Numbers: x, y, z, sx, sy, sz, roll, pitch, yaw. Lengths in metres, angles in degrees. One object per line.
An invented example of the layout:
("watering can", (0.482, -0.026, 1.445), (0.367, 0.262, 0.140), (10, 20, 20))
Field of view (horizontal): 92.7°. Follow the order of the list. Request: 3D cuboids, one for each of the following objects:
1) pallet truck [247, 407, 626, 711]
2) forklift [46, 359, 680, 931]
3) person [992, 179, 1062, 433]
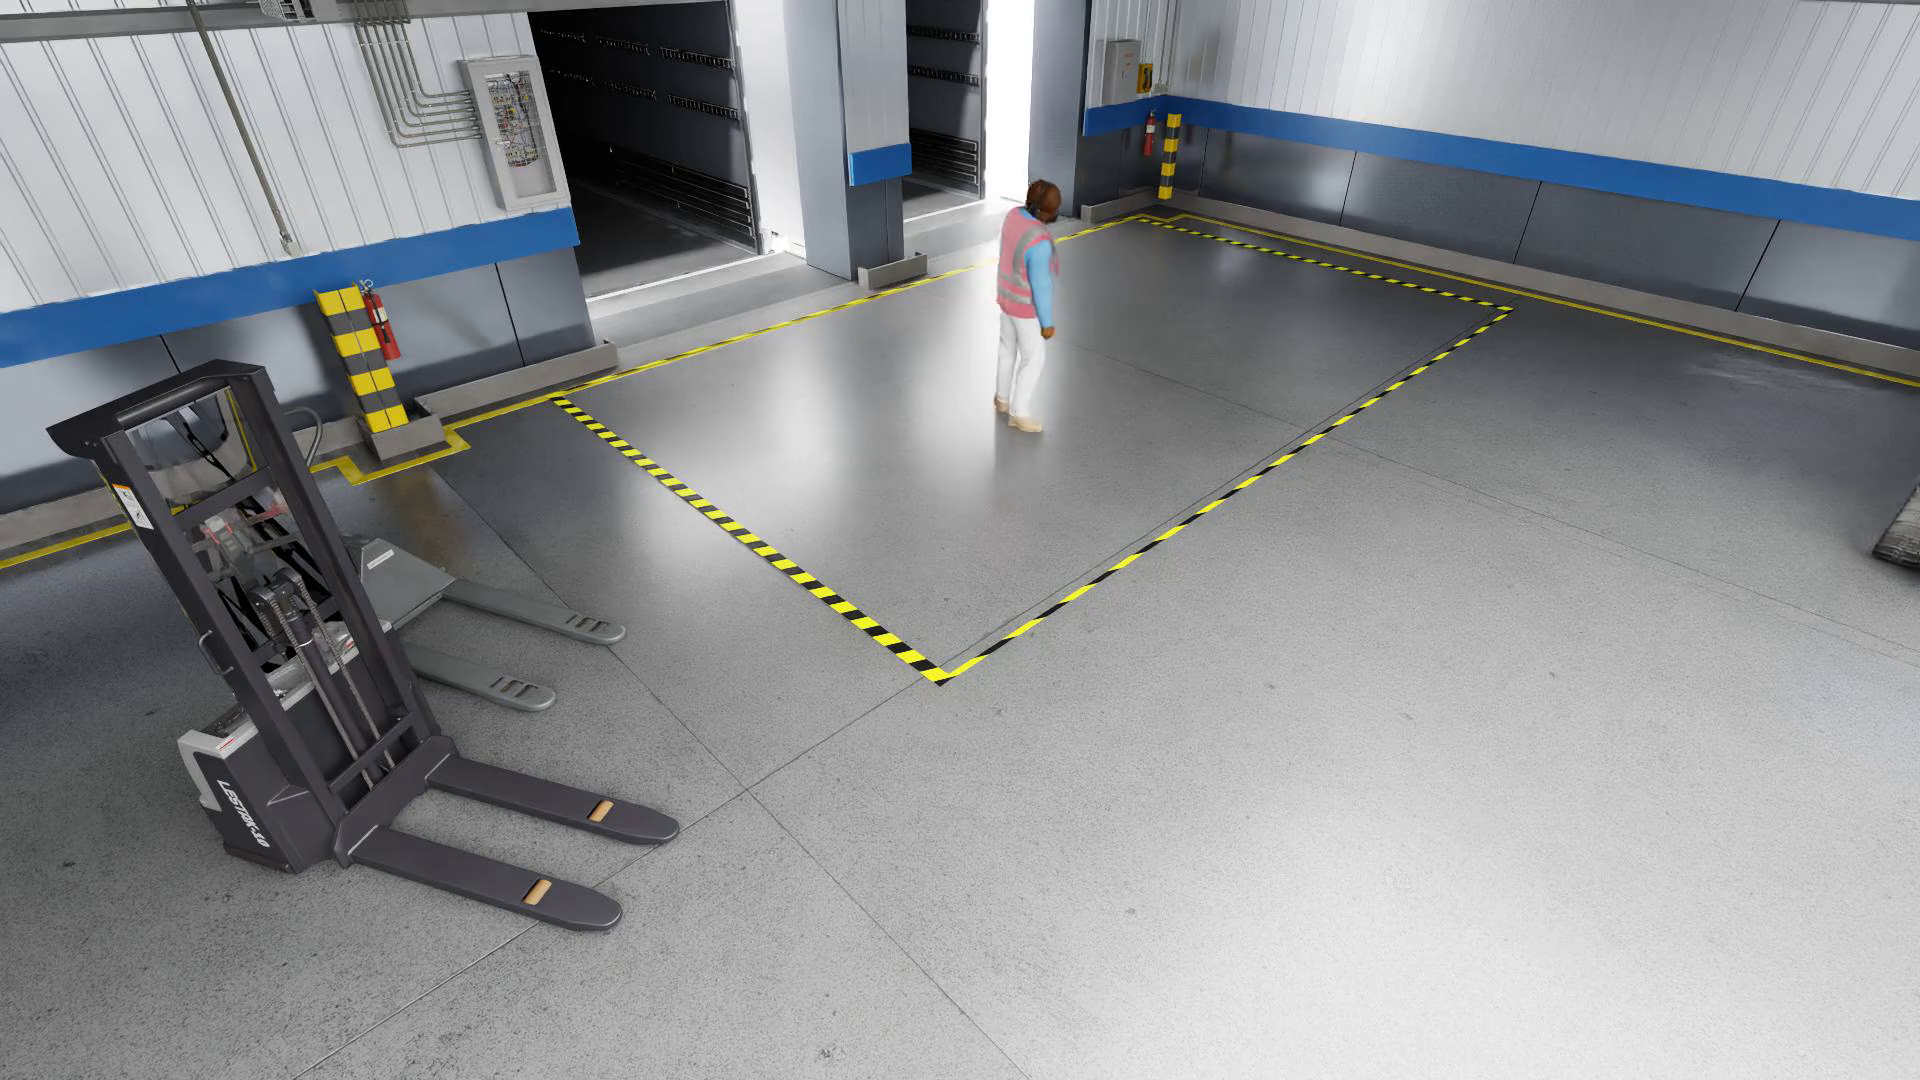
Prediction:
("pallet truck", (-2.628, 0.038, 4.590), (1.601, 1.201, 0.680), (12, 36, 18))
("forklift", (-2.135, 0.422, 3.354), (1.885, 1.965, 0.823), (10, 35, 14))
("person", (0.468, -1.698, 6.655), (0.434, 1.801, 0.742), (-12, 36, -16))
